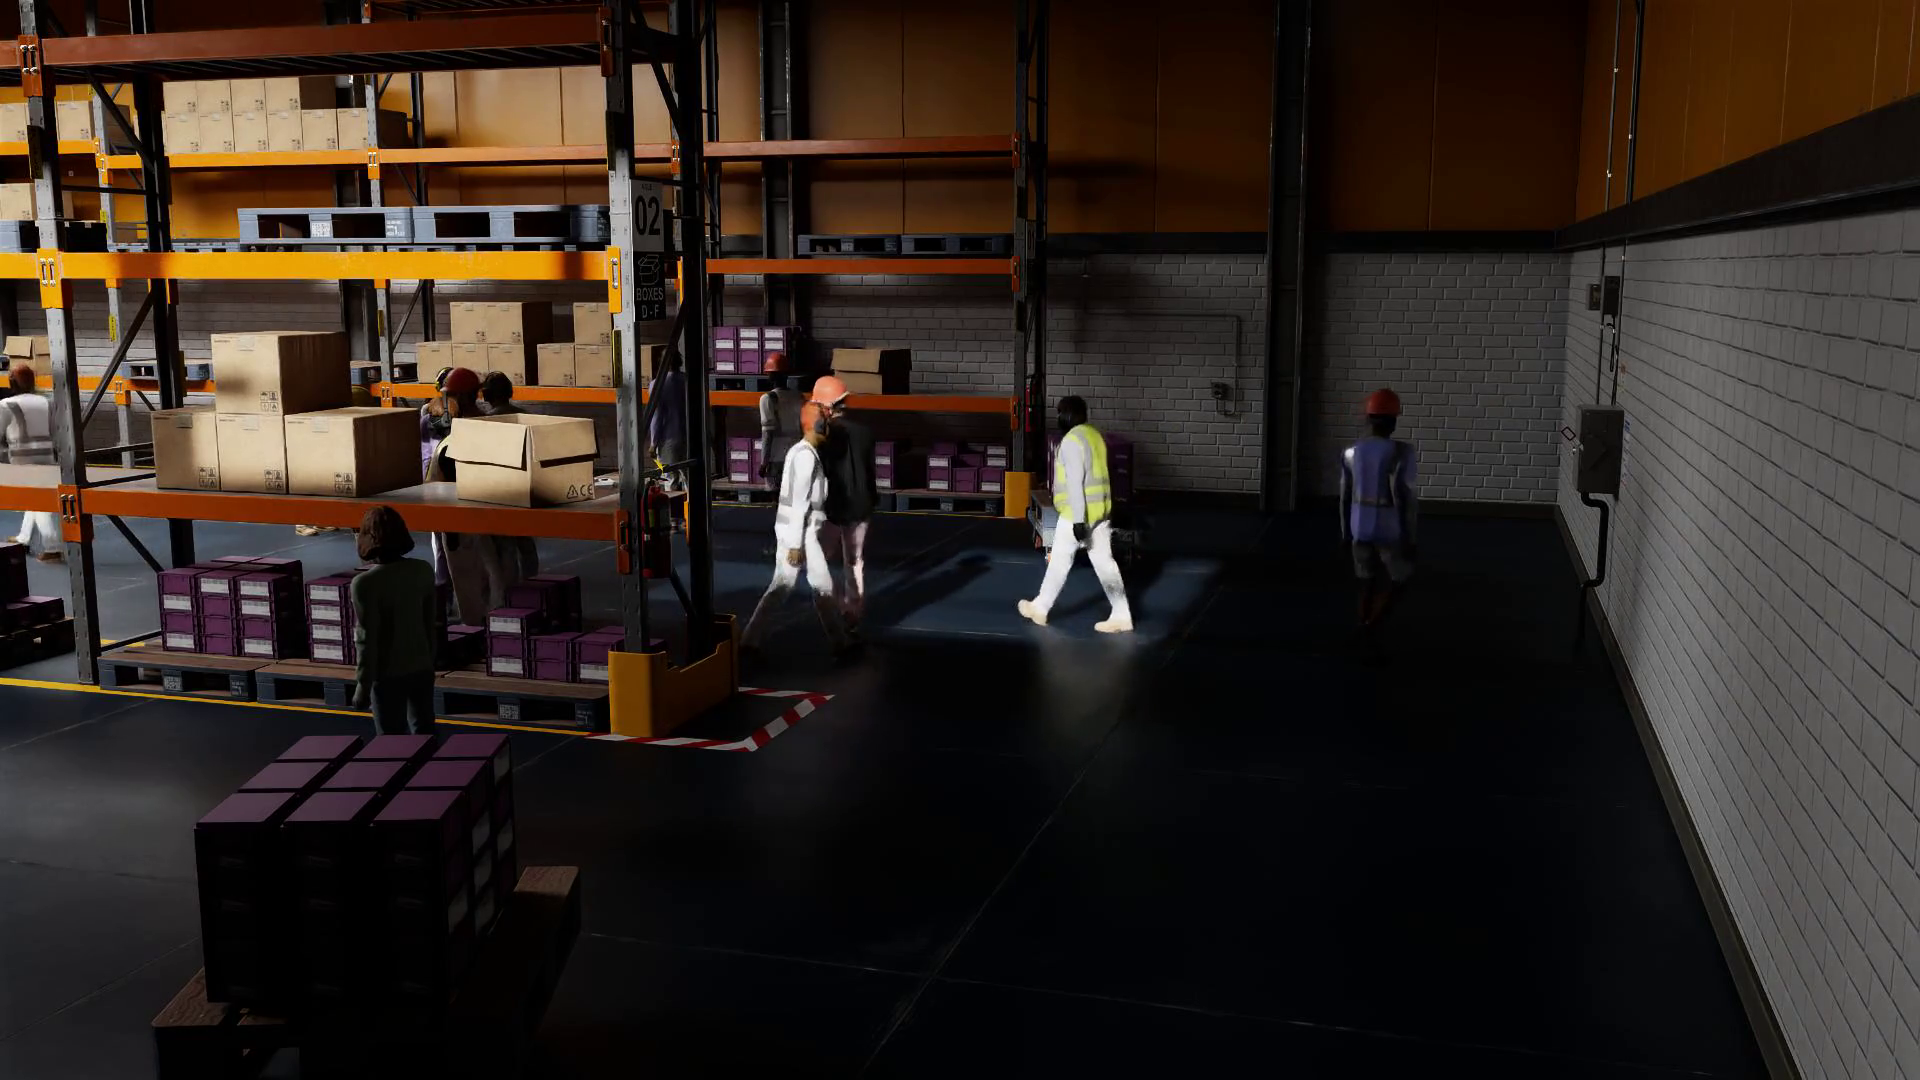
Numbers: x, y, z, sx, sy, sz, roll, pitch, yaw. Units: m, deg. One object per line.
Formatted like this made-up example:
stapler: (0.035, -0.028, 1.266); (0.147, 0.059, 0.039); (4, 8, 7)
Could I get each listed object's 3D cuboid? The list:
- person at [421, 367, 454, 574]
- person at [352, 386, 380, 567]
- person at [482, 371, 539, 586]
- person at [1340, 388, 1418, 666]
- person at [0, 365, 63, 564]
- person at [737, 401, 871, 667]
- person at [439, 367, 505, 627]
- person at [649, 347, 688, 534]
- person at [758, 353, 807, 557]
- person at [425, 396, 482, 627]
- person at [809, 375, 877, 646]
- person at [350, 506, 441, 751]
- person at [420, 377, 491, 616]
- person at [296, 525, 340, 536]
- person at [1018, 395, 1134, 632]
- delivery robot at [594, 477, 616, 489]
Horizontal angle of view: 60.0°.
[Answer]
person: (-4.509, -0.599, 14.754); (0.328, 1.865, 0.508); (9, 13, 42)
person: (-4.598, -0.268, 12.829); (0.404, 1.833, 0.590); (-2, 10, -11)
person: (-3.551, -0.347, 12.997); (0.377, 1.937, 0.629); (4, 10, 24)
person: (2.825, -0.064, 11.291); (0.561, 1.927, 0.522); (8, 12, 40)
person: (-8.723, -0.709, 15.511); (0.996, 1.829, 0.591); (4, 10, 24)
person: (-1.122, -0.033, 11.437); (0.965, 1.833, 0.586); (-3, 10, -16)
person: (-3.720, -0.322, 12.669); (0.394, 1.993, 0.628); (0, 9, -1)
person: (-2.931, -1.023, 17.133); (0.627, 1.933, 0.371); (-9, 13, -43)
person: (-1.699, -0.795, 15.728); (0.374, 1.935, 0.552); (8, 12, 40)
person: (-3.624, -0.119, 11.942); (0.430, 1.835, 0.621); (-2, 10, -14)
person: (-0.828, -0.190, 11.916); (0.642, 1.979, 0.616); (-6, 11, -31)
person: (-2.664, 0.646, 7.860); (0.289, 1.633, 0.501); (5, 10, 26)
person: (-3.928, -0.350, 13.090); (0.651, 1.912, 0.409); (-3, 10, -18)
person: (-6.655, -0.971, 17.090); (0.430, 1.845, 0.624); (4, 10, 22)
person: (0.897, -0.196, 12.579); (0.973, 1.771, 0.688); (5, 11, 30)
delivery robot: (-4.116, -0.536, 18.061); (0.707, 0.478, 0.477); (-4, 10, -25)
